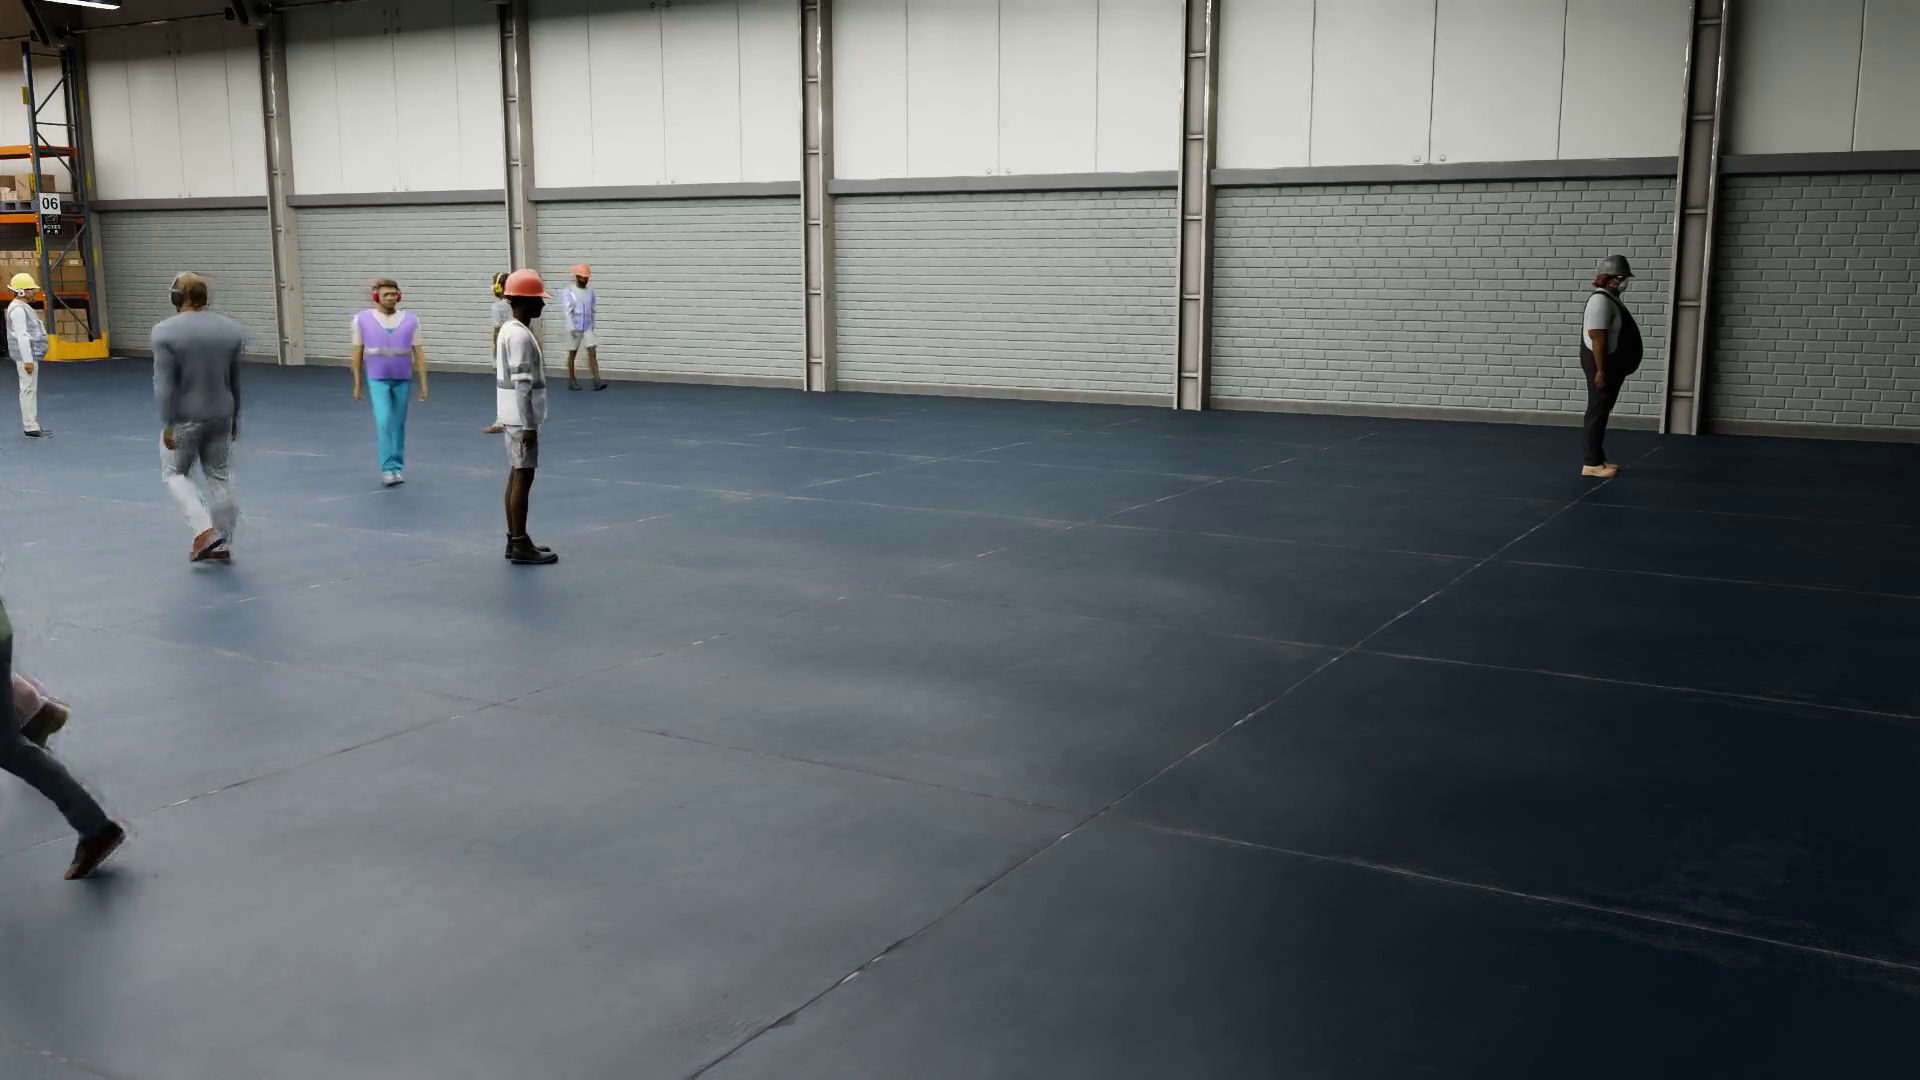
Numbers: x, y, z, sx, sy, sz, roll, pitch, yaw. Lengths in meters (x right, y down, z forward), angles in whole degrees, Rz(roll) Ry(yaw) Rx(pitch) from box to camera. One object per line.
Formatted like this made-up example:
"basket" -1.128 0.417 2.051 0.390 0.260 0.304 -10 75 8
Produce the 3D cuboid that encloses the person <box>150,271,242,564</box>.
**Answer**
"person" -4.969 -0.783 10.860 0.427 1.927 0.626 7 12 36

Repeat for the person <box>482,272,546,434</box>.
"person" -5.069 -2.095 18.792 0.806 1.849 0.519 3 10 17

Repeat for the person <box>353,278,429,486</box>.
"person" -4.975 -1.373 14.606 0.603 1.815 0.791 -6 11 -31

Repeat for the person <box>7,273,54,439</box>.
"person" -10.344 -2.040 18.489 0.403 1.833 0.586 -5 11 -28

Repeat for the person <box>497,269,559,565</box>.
"person" -2.857 -0.810 10.985 0.376 1.936 0.549 -4 10 -20

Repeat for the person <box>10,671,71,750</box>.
"person" -4.022 -0.039 6.445 0.925 1.968 0.610 -3 10 -15

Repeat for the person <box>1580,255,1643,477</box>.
"person" 6.019 -1.612 15.376 0.537 2.000 0.689 5 11 25

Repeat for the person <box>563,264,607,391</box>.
"person" -5.629 -3.166 24.895 0.552 1.888 0.969 -7 12 -37

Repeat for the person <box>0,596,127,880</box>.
"person" -3.098 0.341 5.239 0.740 1.592 0.507 -2 10 -13
